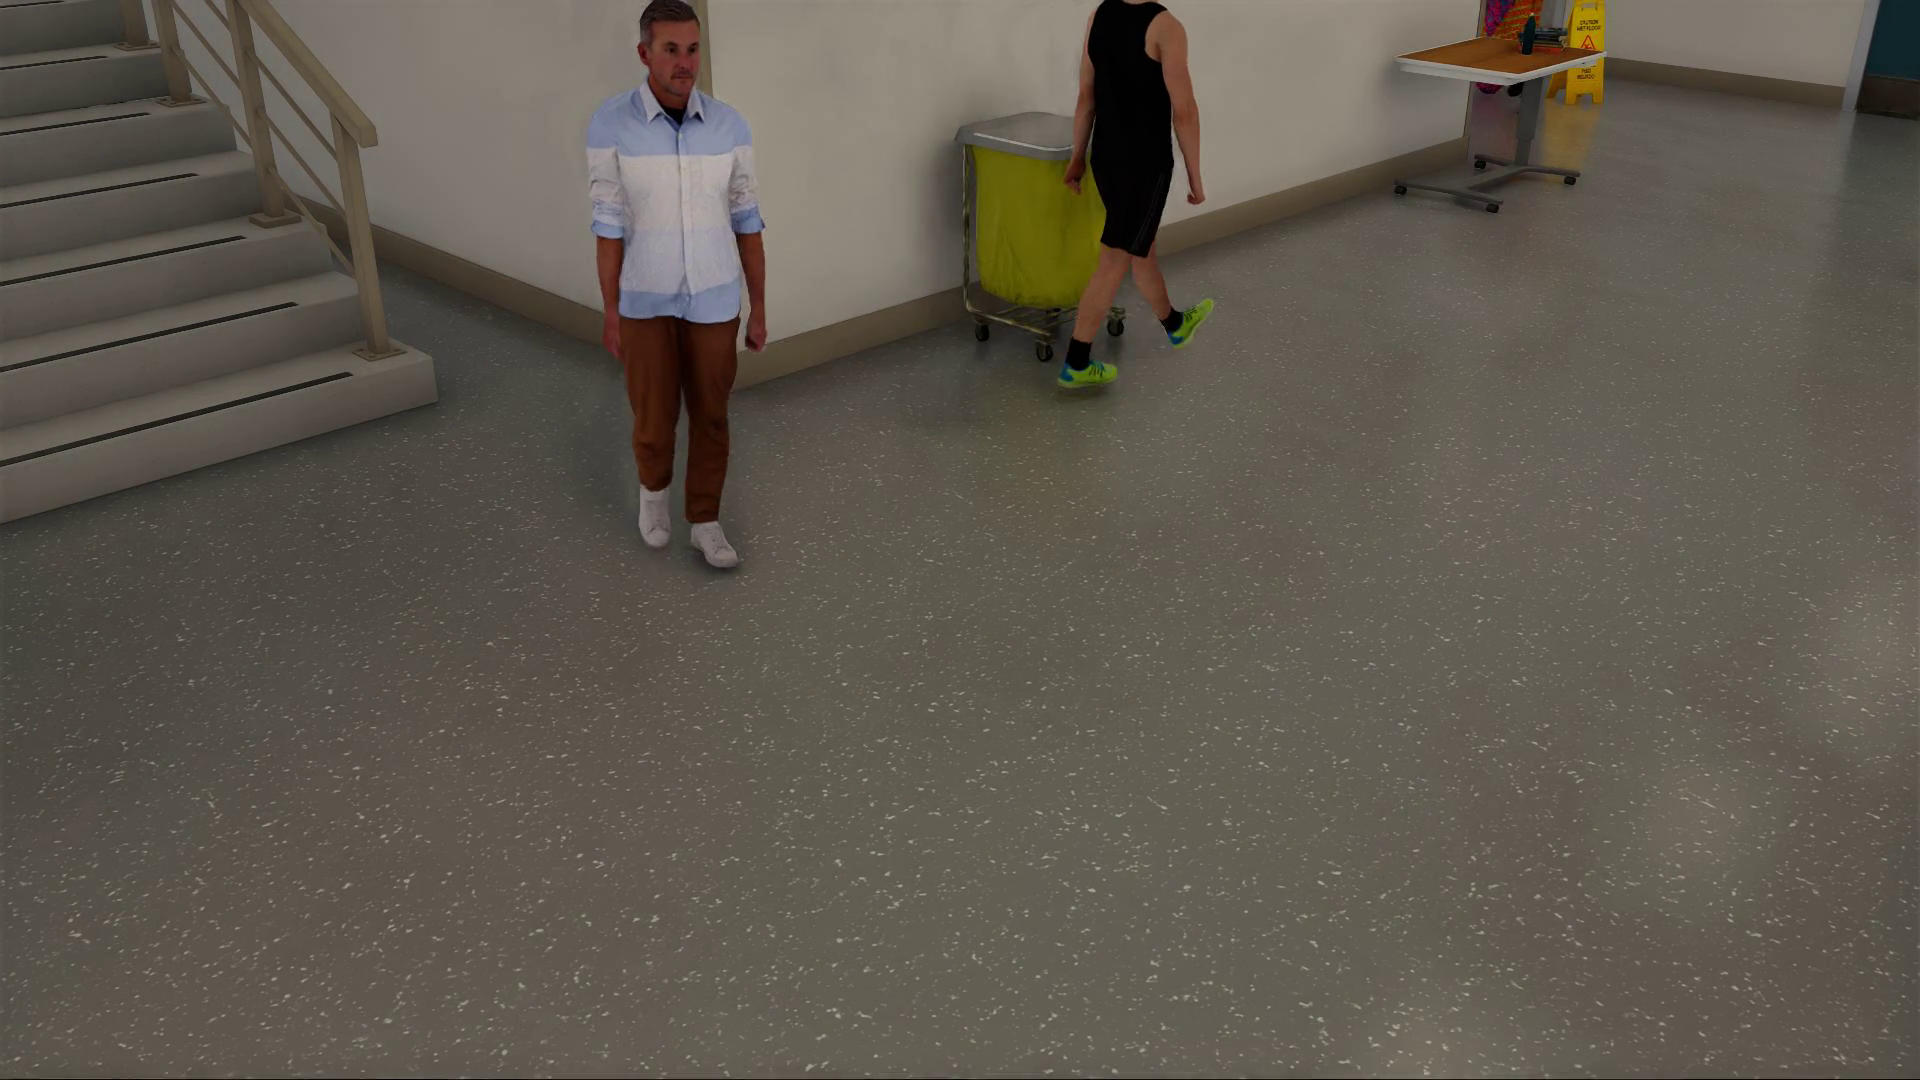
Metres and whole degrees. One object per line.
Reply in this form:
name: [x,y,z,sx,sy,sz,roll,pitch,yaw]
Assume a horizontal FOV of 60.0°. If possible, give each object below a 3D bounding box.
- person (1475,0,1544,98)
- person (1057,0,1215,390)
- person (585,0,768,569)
person: [4.154,-4.143,12.421,1.120,1.656,1.112,3,26,6]
person: [0.633,-1.480,6.687,0.860,1.842,1.127,-19,32,-34]
person: [-0.924,-0.784,5.279,0.803,1.811,0.817,-11,28,-22]
